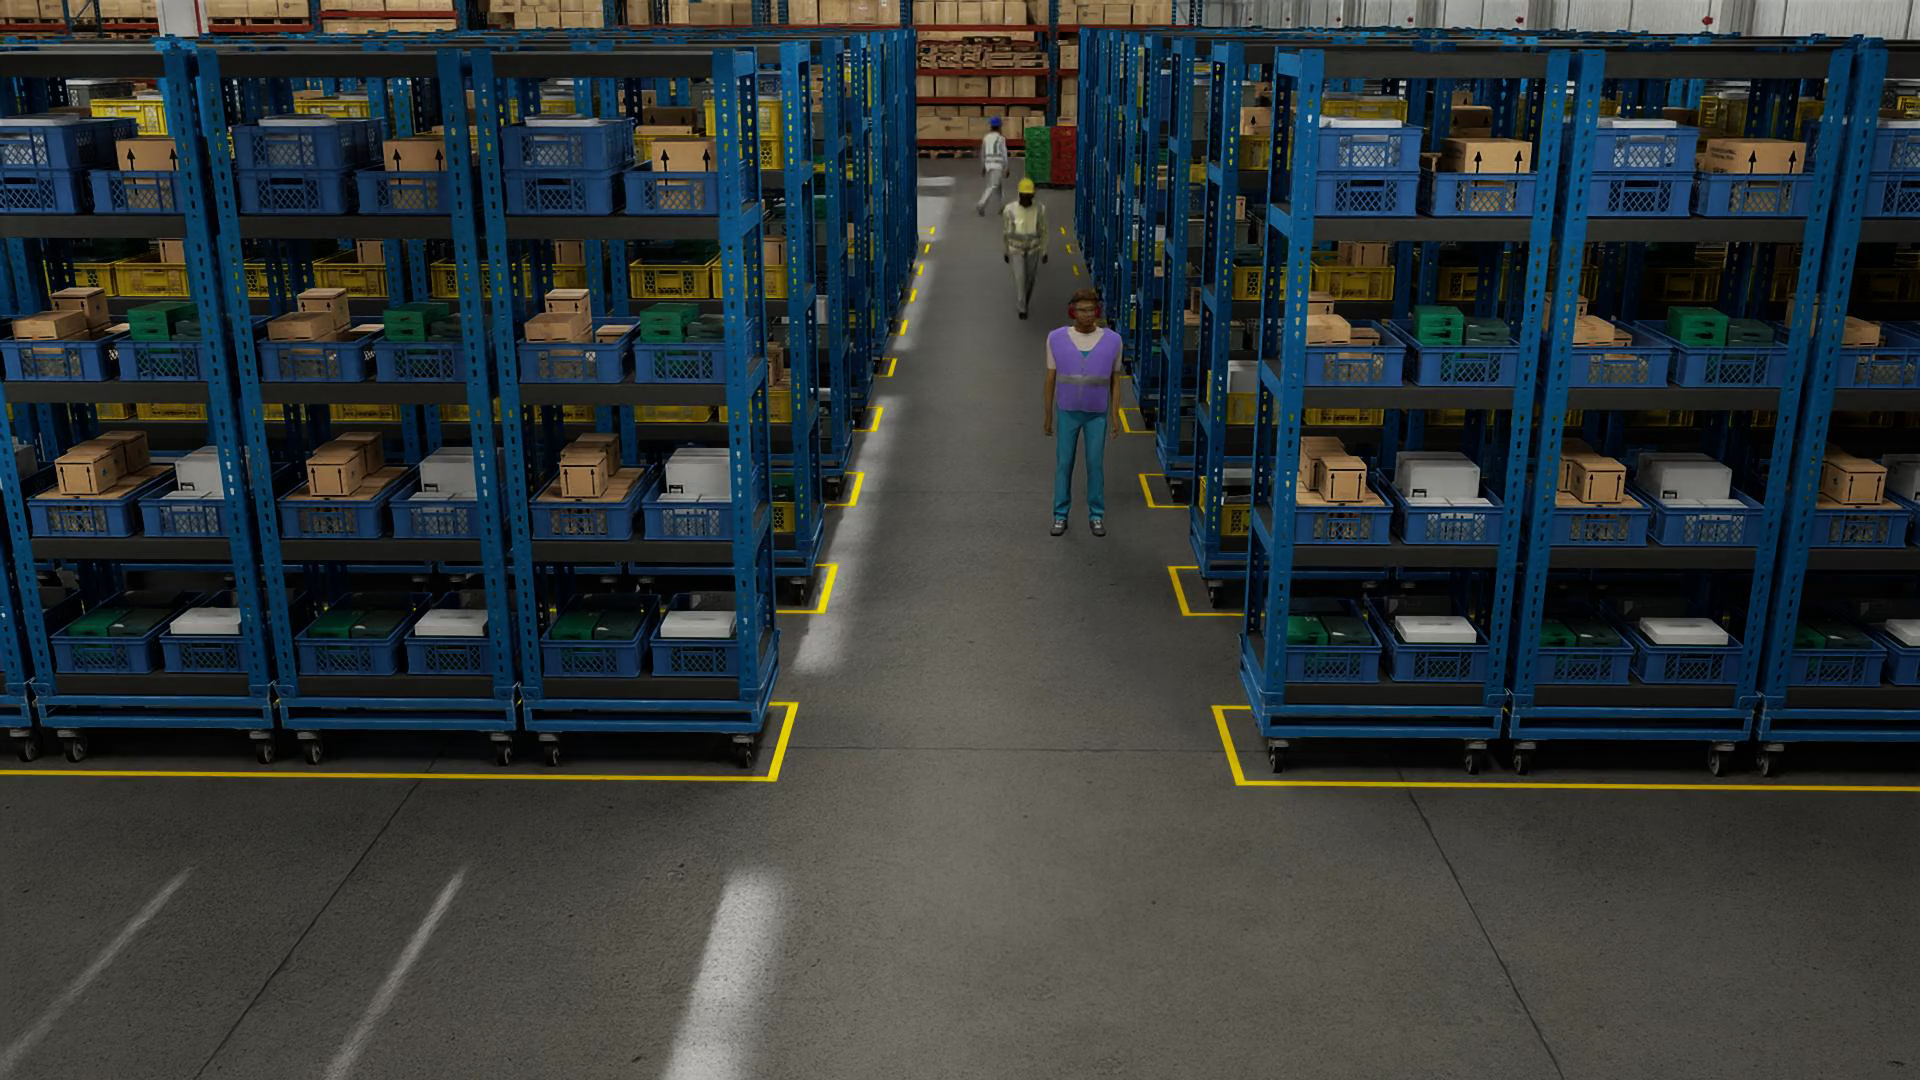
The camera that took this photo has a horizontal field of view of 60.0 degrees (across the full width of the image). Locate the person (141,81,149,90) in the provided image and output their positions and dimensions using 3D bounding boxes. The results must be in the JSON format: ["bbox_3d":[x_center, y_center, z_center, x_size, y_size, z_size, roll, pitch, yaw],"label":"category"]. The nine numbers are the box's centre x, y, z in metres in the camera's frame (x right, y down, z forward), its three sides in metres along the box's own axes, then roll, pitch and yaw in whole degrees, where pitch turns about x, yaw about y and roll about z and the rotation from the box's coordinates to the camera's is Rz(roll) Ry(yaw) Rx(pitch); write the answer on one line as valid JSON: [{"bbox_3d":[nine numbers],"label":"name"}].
[{"bbox_3d":[-26.199,-13.836,53.512,0.626,1.802,0.854,-6,18,-17],"label":"person"}]

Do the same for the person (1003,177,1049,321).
[{"bbox_3d":[0.840,-3.771,21.438,0.588,1.811,0.740,-1,17,-3],"label":"person"}]

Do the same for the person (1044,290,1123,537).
[{"bbox_3d":[0.906,-0.941,12.334,0.570,1.844,0.379,1,17,2],"label":"person"}]

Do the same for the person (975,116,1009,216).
[{"bbox_3d":[0.642,-7.289,32.463,0.945,1.917,0.614,-13,21,-35],"label":"person"}]
